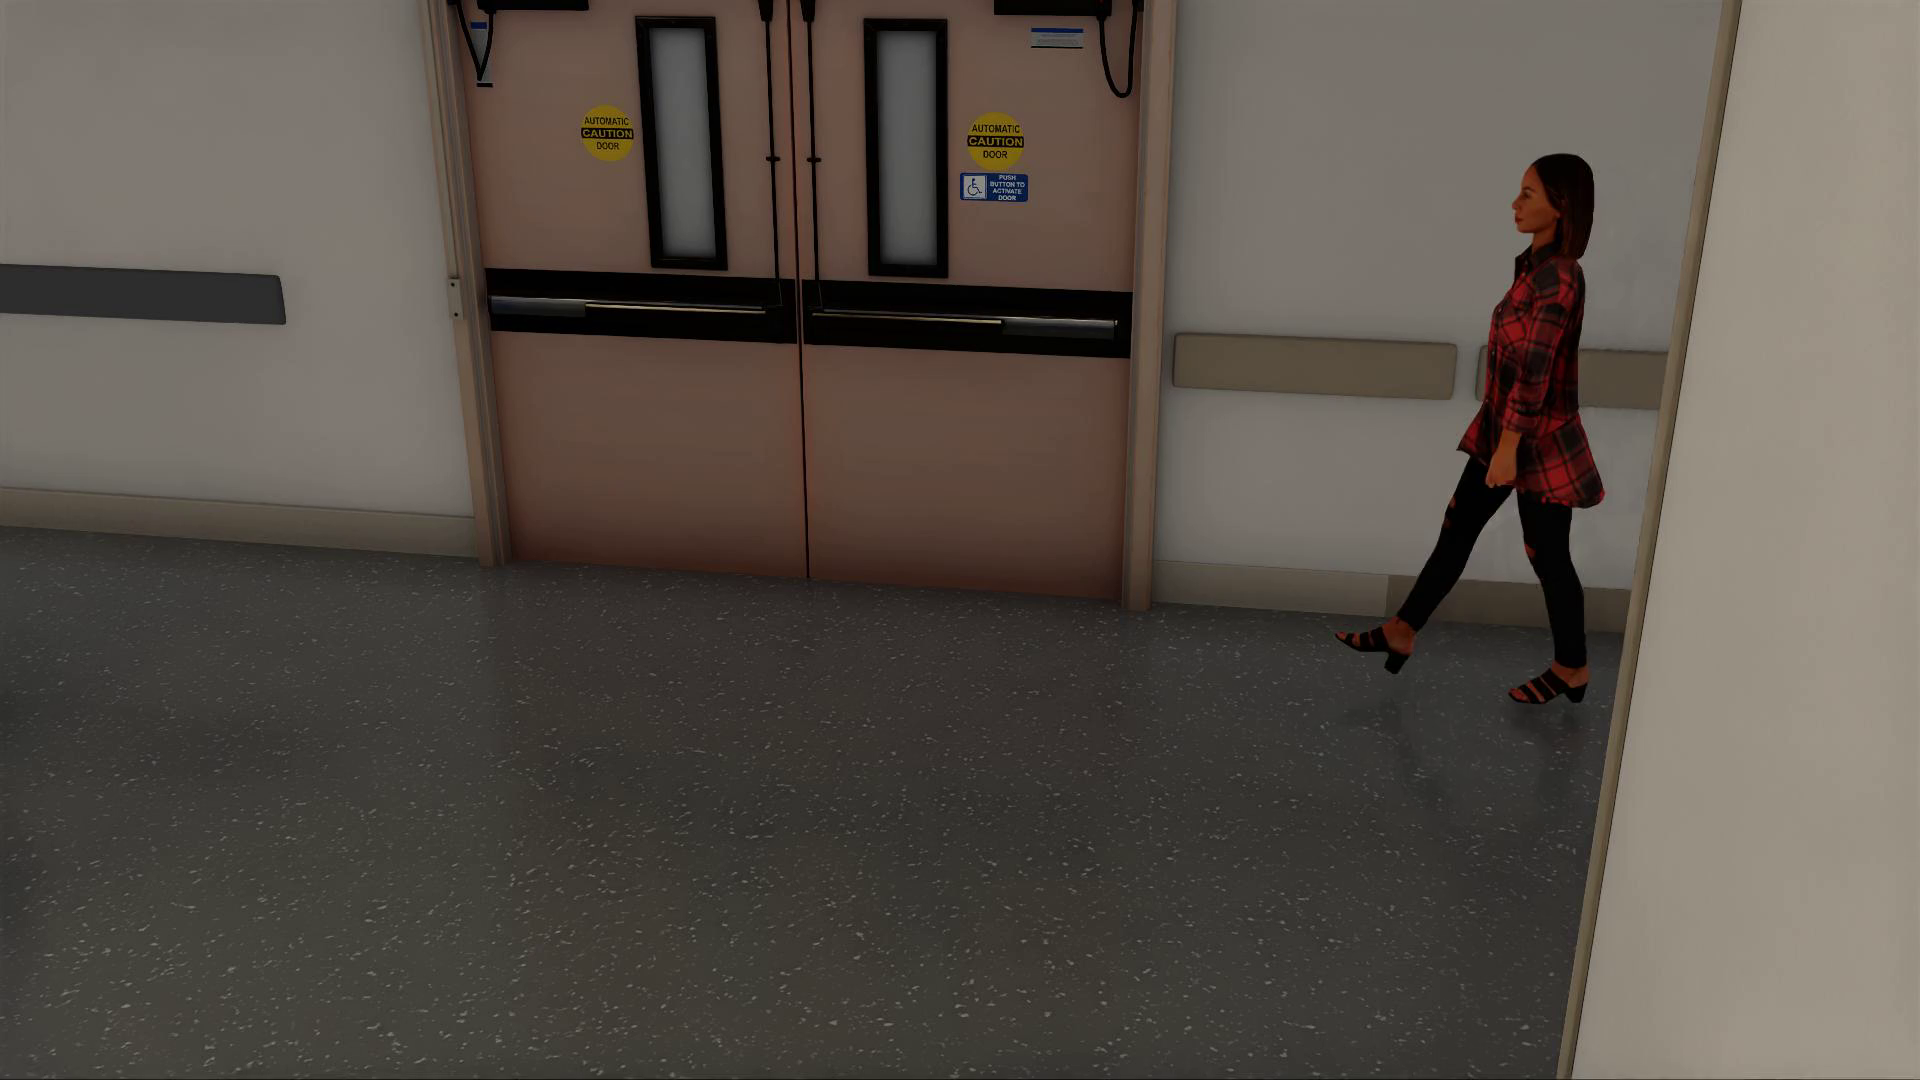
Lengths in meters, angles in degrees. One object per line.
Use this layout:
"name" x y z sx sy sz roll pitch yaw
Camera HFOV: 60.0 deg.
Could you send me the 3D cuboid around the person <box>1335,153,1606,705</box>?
"person" 1.761 -0.266 4.926 0.981 1.671 0.641 3 21 8
